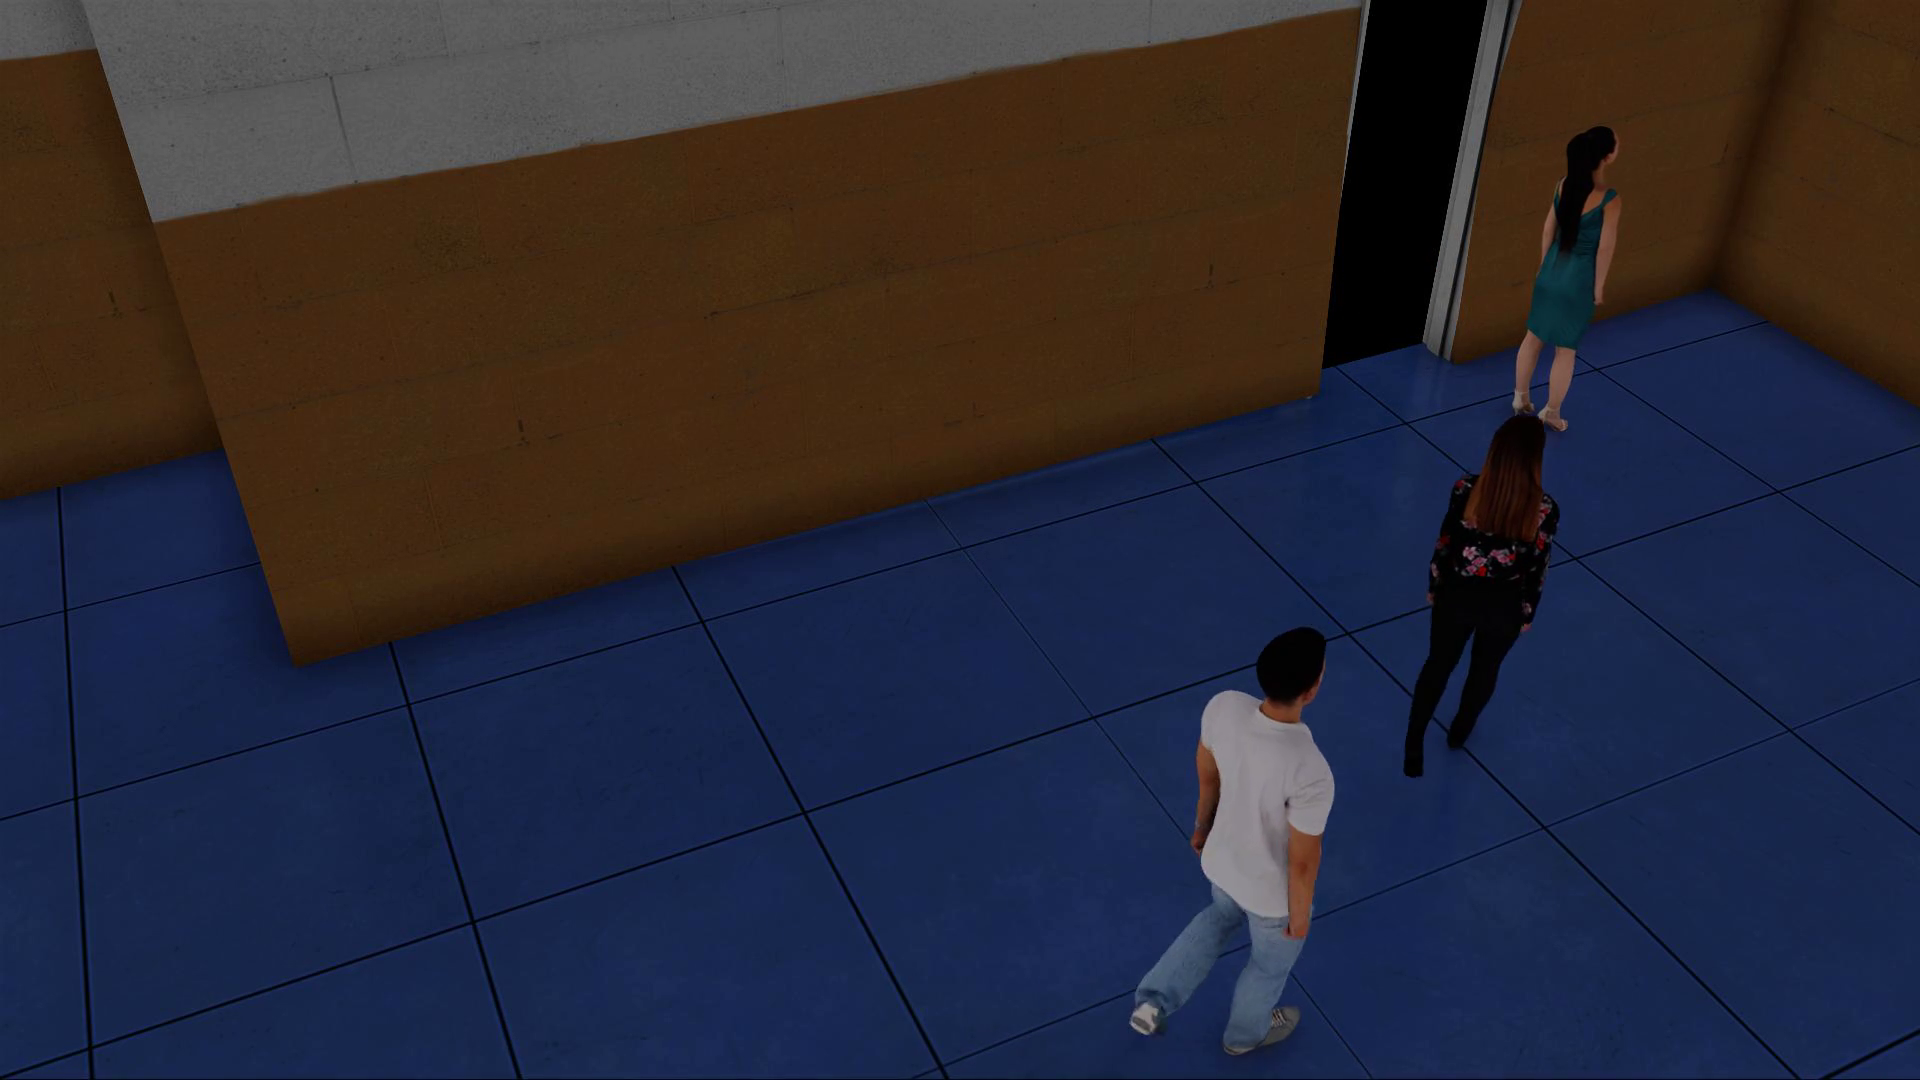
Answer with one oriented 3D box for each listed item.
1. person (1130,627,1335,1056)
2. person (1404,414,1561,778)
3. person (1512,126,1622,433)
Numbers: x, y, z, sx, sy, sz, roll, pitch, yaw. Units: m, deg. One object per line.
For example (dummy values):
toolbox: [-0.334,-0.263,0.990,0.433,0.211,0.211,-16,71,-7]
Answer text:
person: [0.872,1.057,5.252,0.792,1.846,0.847,-20,41,-25]
person: [2.005,0.267,6.452,0.940,1.668,0.937,19,41,24]
person: [3.126,-1.329,8.565,0.635,1.685,0.471,-23,43,-28]
